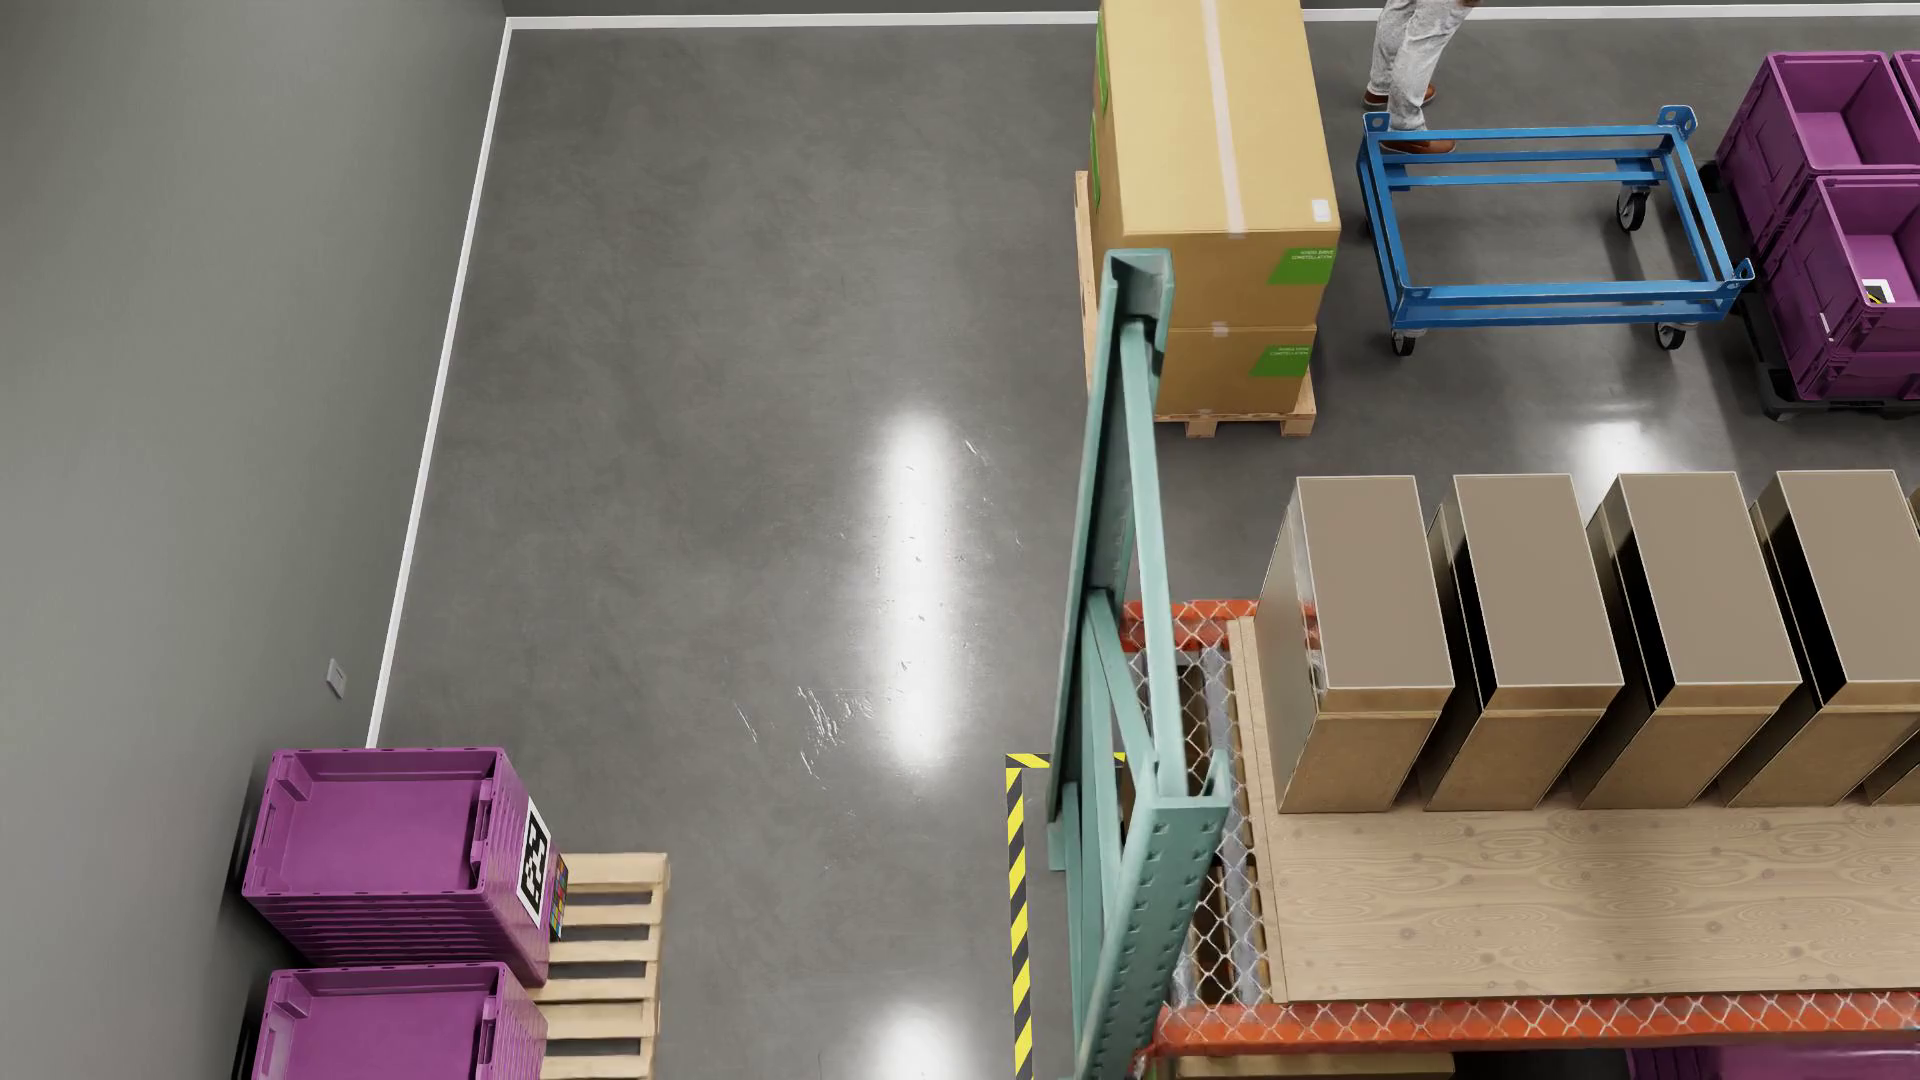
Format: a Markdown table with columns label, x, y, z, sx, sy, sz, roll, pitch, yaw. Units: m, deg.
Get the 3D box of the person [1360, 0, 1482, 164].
| label | x | y | z | sx | sy | sz | roll | pitch | yaw |
| --- | --- | --- | --- | --- | --- | --- | --- | --- | --- |
| person | 1.822 | -2.248 | 6.081 | 0.375 | 1.940 | 0.627 | -1 | 58 | -1 |
